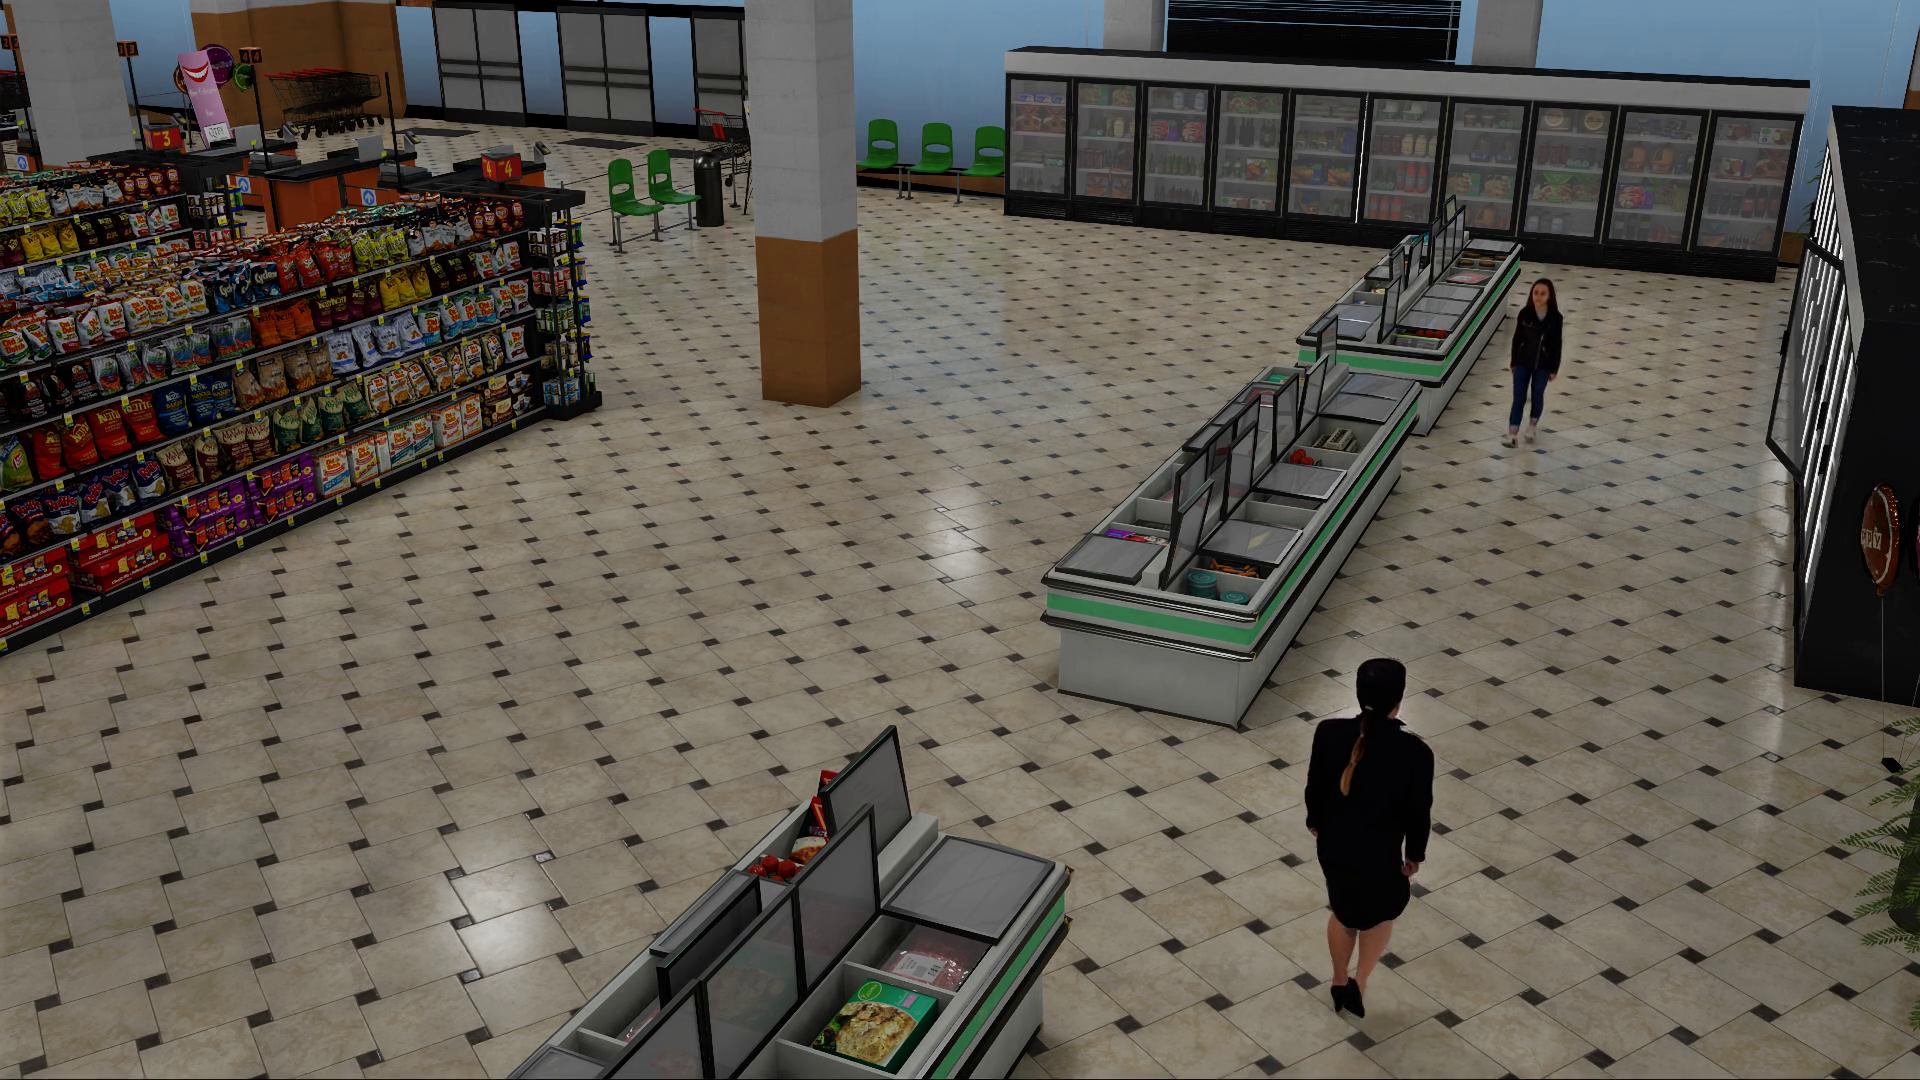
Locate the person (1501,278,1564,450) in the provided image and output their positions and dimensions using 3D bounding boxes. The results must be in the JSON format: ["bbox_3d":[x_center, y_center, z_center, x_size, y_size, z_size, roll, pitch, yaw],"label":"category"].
[{"bbox_3d":[4.941,-1.513,14.258,0.630,1.440,0.956,12,25,27],"label":"person"}]

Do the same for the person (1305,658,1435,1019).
[{"bbox_3d":[1.653,1.310,6.937,0.697,1.662,0.705,11,24,25],"label":"person"}]
